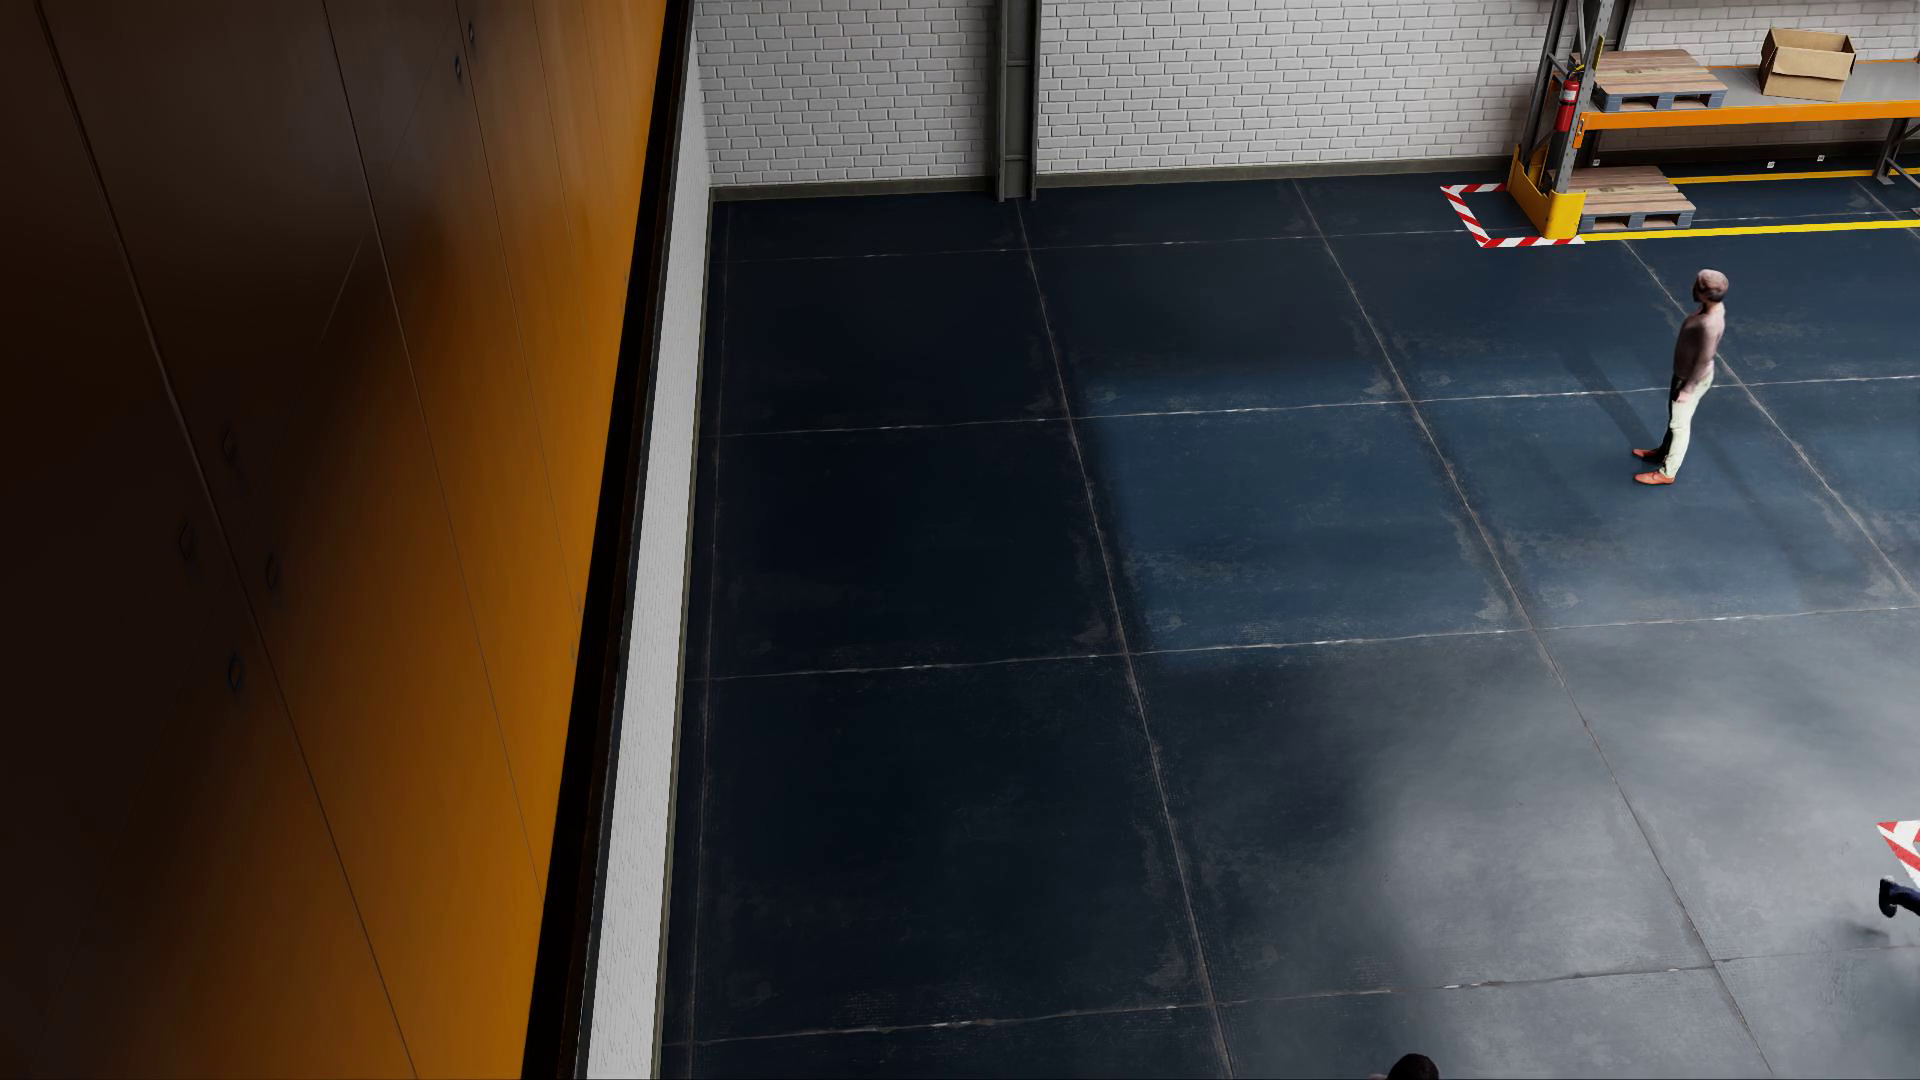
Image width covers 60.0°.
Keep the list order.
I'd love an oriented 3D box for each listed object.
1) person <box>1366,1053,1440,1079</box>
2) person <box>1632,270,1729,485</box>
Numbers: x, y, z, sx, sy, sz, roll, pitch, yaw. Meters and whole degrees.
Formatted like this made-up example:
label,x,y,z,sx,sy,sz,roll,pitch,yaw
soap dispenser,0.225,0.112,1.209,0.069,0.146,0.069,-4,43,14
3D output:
label,x,y,z,sx,sy,sz,roll,pitch,yaw
person,2.071,2.960,7.976,0.723,1.611,0.803,13,40,16
person,5.743,-1.279,13.080,0.761,1.865,0.772,12,40,15
